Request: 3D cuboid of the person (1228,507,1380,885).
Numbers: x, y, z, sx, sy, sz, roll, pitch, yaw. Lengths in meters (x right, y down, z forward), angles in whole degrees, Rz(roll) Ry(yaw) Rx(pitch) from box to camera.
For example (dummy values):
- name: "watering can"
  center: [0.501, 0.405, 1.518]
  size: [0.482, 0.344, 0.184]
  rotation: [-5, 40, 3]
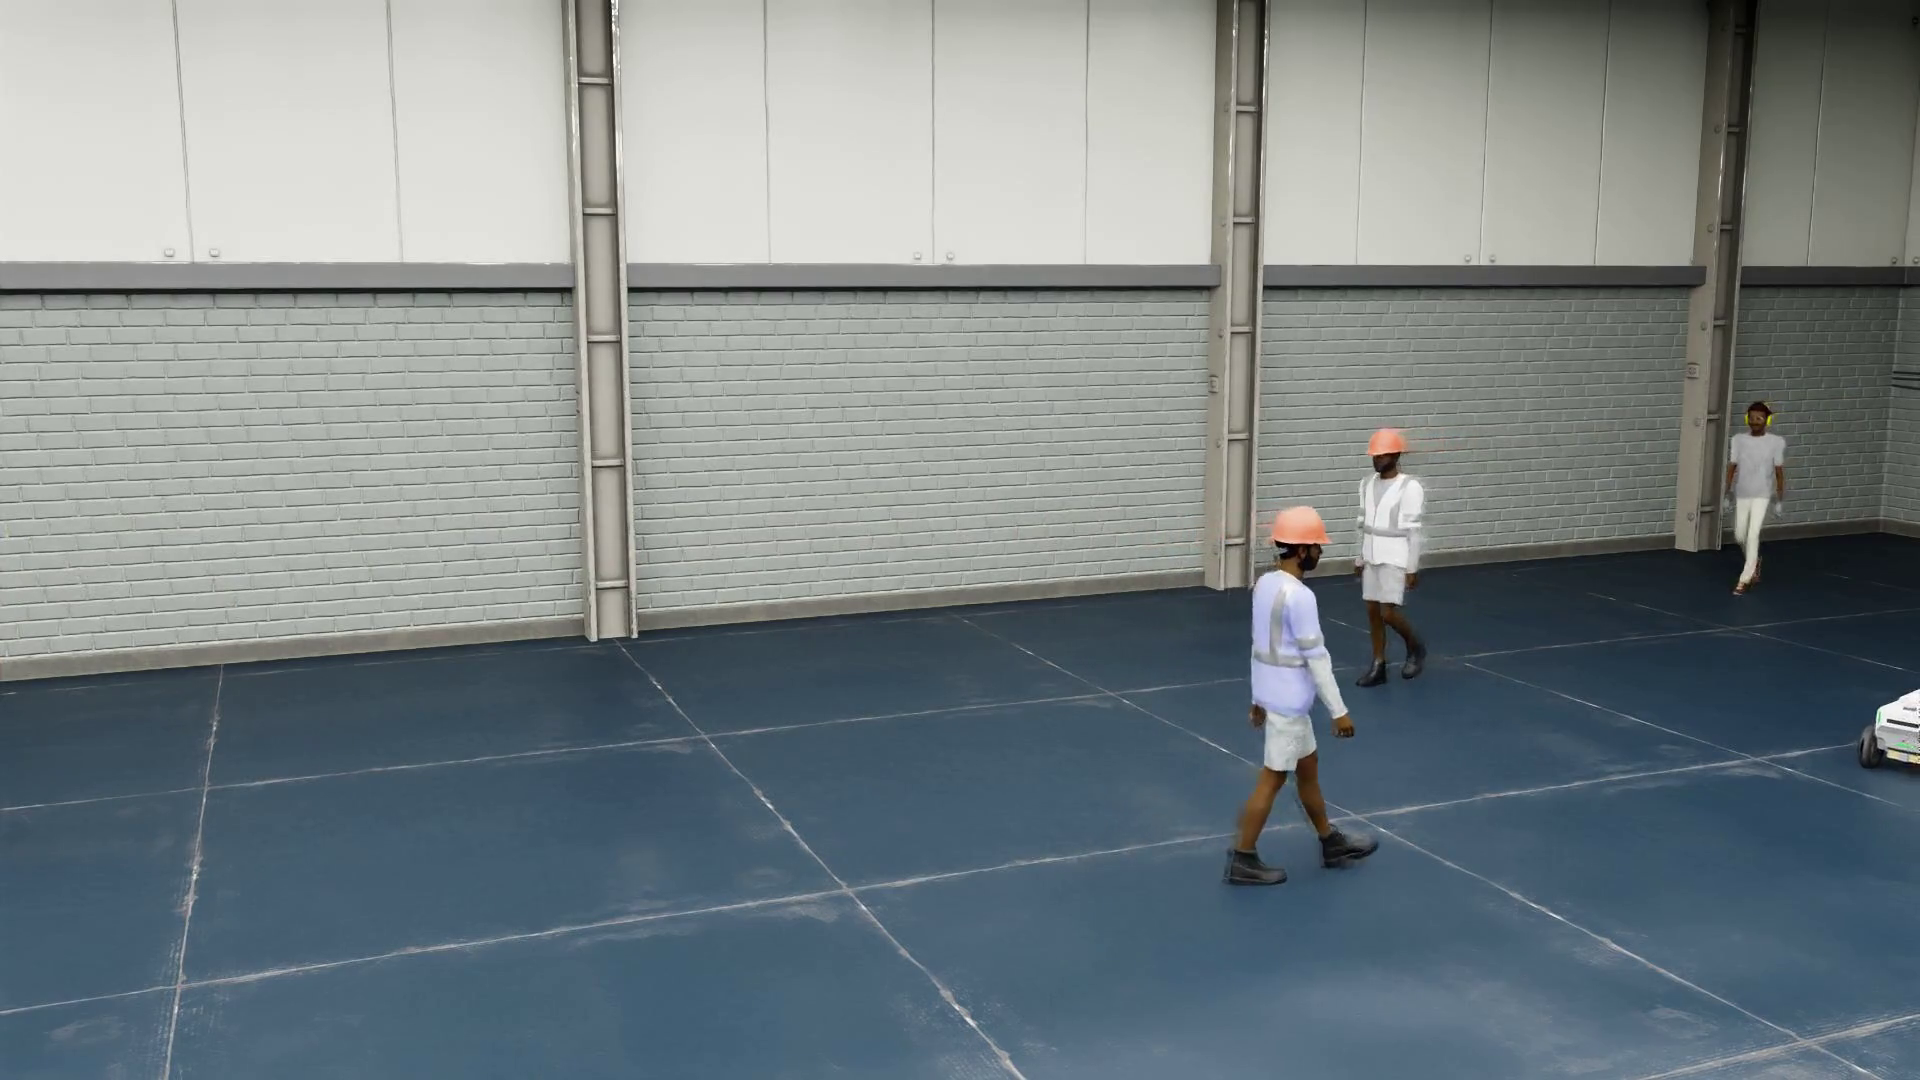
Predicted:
- name: "person"
  center: [1.735, 0.782, 8.267]
  size: [0.854, 1.897, 0.555]
  rotation: [-1, 9, -6]

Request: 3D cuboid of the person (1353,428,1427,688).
- name: "person"
  center: [3.153, 0.135, 12.227]
  size: [0.504, 1.926, 0.545]
  rotation: [-6, 11, -32]

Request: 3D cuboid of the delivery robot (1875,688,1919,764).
- name: "delivery robot"
  center: [5.924, 1.095, 10.196]
  size: [0.707, 0.478, 0.477]
  rotation: [-7, 12, -39]

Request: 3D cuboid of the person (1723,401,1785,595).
- name: "person"
  center: [7.646, -0.424, 15.991]
  size: [0.527, 1.851, 0.788]
  rotation: [8, 12, 43]
